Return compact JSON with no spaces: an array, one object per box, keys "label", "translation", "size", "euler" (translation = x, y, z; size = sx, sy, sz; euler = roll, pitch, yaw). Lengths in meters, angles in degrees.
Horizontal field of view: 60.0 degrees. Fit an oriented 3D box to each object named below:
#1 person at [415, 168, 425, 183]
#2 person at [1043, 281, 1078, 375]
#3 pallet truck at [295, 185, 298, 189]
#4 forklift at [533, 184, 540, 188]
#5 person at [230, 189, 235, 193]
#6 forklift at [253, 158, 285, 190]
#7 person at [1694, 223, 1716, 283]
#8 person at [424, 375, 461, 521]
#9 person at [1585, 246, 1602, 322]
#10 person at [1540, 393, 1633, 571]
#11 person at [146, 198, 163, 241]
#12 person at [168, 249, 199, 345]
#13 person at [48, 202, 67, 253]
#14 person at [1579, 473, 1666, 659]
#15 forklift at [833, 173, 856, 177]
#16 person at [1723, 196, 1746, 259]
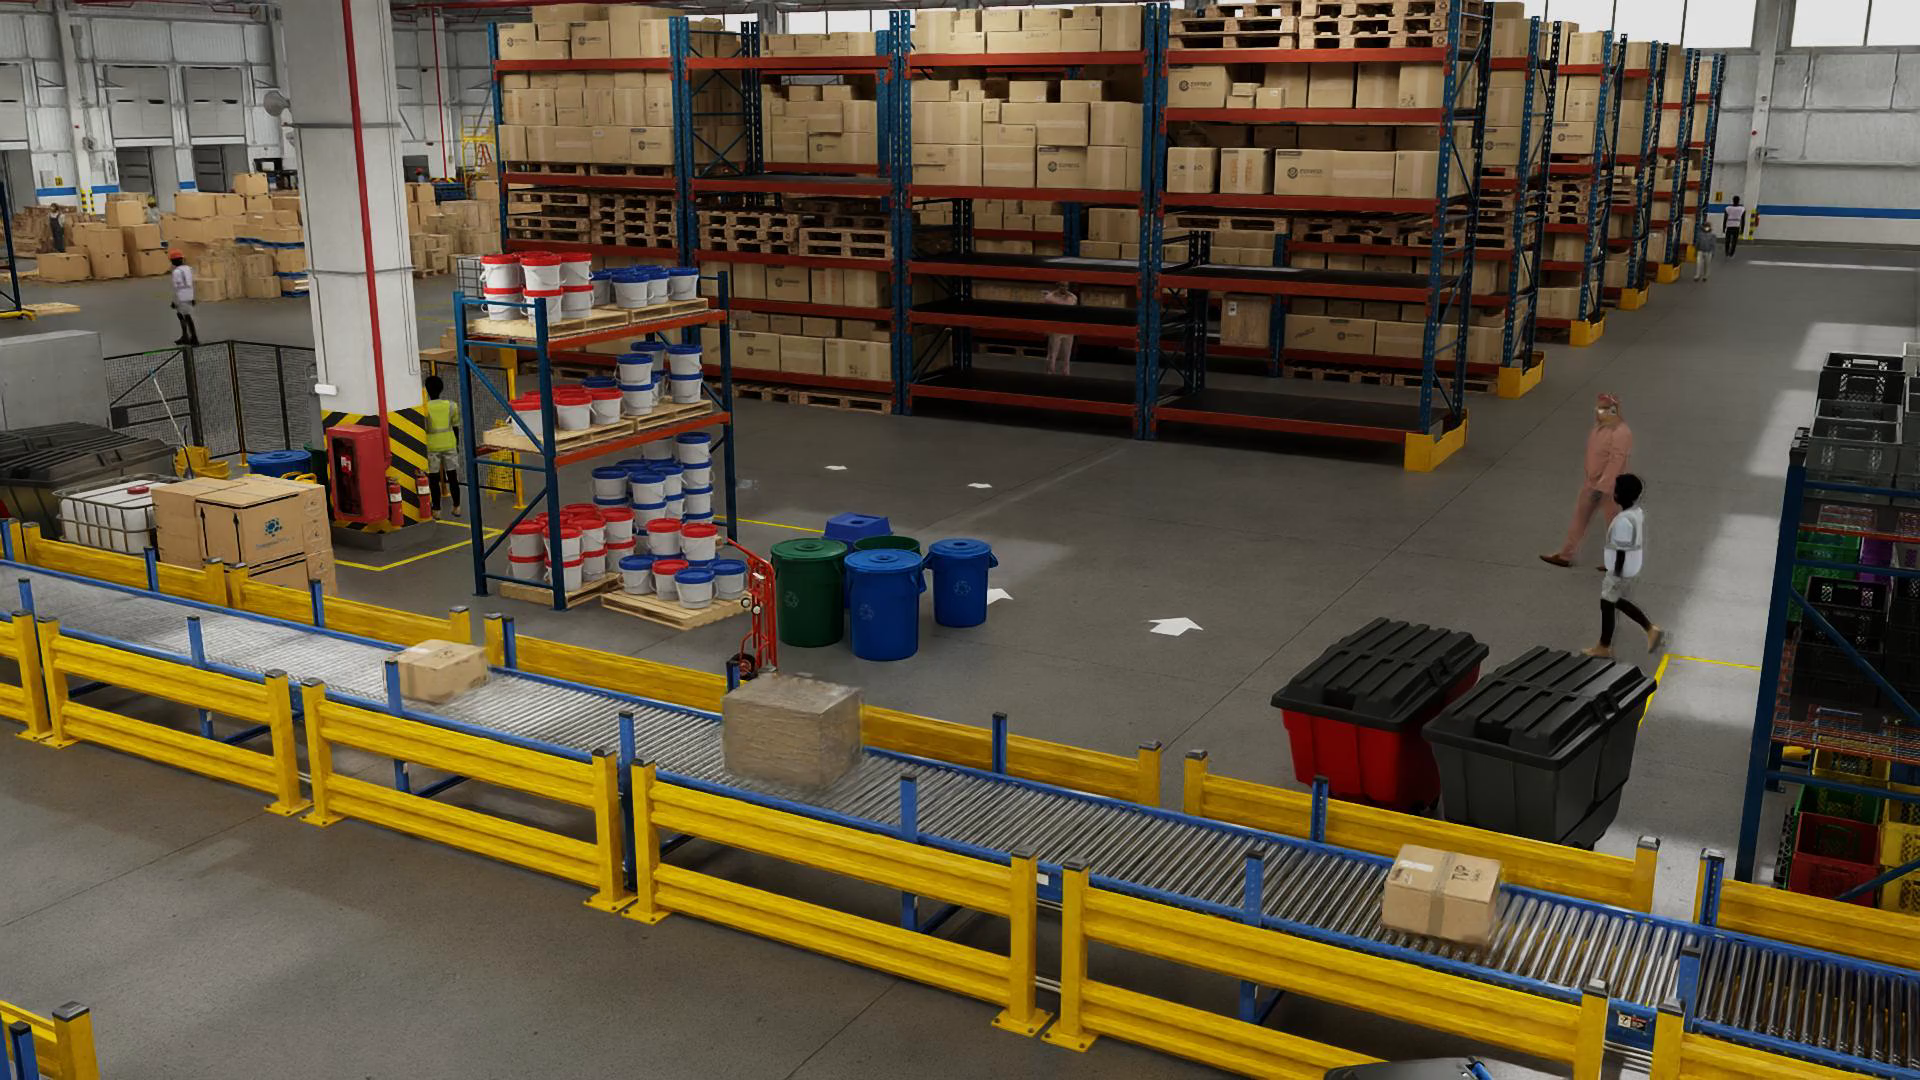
[{"label":"person","translation":[-23.201,-15.149,71.946],"size":[0.865,1.905,0.555],"euler":[-2,15,-9]},{"label":"person","translation":[1.718,-3.514,28.185],"size":[0.639,1.903,0.409],"euler":[-6,16,-23]},{"label":"pallet truck","translation":[-26.804,-14.617,69.738],"size":[1.885,1.965,0.823],"euler":[-14,20,-42]},{"label":"forklift","translation":[-16.107,-13.583,64.162],"size":[1.873,2.768,1.129],"euler":[6,16,22]},{"label":"person","translation":[-26.181,-11.865,60.081],"size":[0.305,1.639,0.522],"euler":[-12,19,-37]},{"label":"forklift","translation":[-23.585,-11.676,56.994],"size":[1.873,2.768,1.129],"euler":[8,17,28]},{"label":"person","translation":[19.878,-7.668,44.410],"size":[0.518,1.583,0.881],"euler":[8,17,28]},{"label":"person","translation":[-6.082,-1.075,19.409],"size":[0.541,1.696,0.315],"euler":[-12,19,-39]},{"label":"person","translation":[13.721,-5.784,36.466],"size":[0.390,2.034,0.605],"euler":[-11,19,-36]},{"label":"person","translation":[6.575,-0.583,17.222],"size":[0.854,1.870,0.649],"euler":[-2,15,-8]},{"label":"person","translation":[-25.823,-10.072,53.198],"size":[0.508,1.695,0.893],"euler":[3,15,11]},{"label":"person","translation":[-15.492,-4.797,32.972],"size":[0.681,1.914,0.581],"euler":[0,15,0]},{"label":"person","translation":[-26.732,-9.112,49.374],"size":[0.525,1.827,0.581],"euler":[3,15,12]},{"label":"person","translation":[5.811,0.248,14.449],"size":[0.594,1.681,0.543],"euler":[10,18,33]},{"label":"forklift","translation":[-4.342,-13.262,62.955],"size":[1.129,2.768,1.873],"euler":[8,17,28]},{"label":"person","translation":[23.843,-9.638,51.228],"size":[0.604,1.886,0.829],"euler":[7,16,25]}]
